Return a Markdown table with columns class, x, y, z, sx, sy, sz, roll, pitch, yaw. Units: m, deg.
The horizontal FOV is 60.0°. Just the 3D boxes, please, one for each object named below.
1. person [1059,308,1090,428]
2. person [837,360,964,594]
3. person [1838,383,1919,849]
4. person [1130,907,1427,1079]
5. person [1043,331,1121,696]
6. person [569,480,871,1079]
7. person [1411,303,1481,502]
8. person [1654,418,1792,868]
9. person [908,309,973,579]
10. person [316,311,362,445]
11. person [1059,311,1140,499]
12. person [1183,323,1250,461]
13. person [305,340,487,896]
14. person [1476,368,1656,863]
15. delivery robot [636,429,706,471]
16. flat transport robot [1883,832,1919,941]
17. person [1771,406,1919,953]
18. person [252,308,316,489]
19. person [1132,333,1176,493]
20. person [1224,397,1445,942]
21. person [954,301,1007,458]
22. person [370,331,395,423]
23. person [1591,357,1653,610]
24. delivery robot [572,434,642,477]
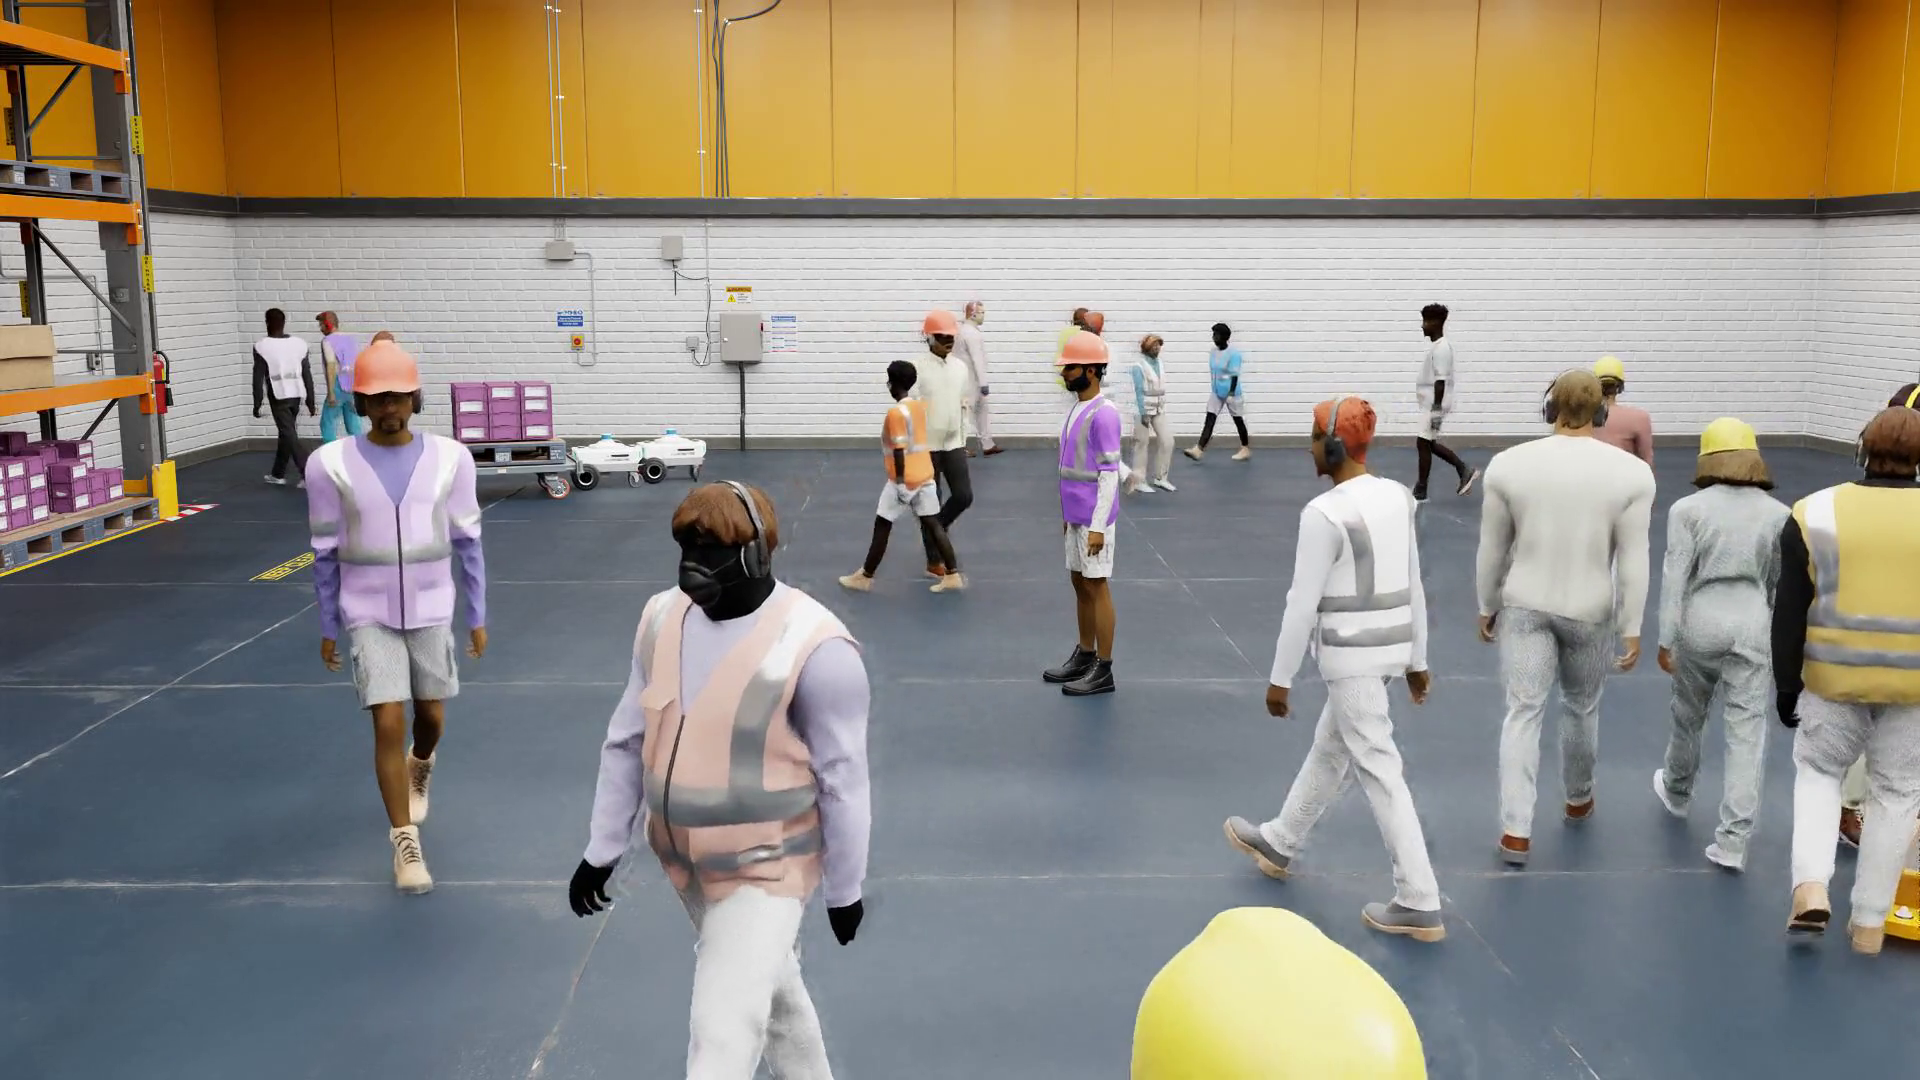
| class | x | y | z | sx | sy | sz | roll | pitch | yaw |
| --- | --- | --- | --- | --- | --- | --- | --- | --- | --- |
| person | 1.434 | -1.814 | 19.529 | 0.563 | 1.811 | 0.675 | -5 | 10 | -26 |
| person | -0.373 | -0.427 | 11.557 | 0.878 | 1.639 | 0.535 | 4 | 10 | 23 |
| person | 3.595 | 0.317 | 6.392 | 0.405 | 1.844 | 0.578 | 4 | 10 | 25 |
| person | 0.348 | 1.193 | 1.163 | 0.626 | 1.801 | 0.708 | -8 | 12 | -40 |
| person | 0.664 | -0.140 | 8.886 | 0.358 | 1.938 | 0.542 | -2 | 10 | -14 |
| person | -0.571 | 0.759 | 3.814 | 0.621 | 1.787 | 0.967 | 8 | 12 | 40 |
| person | 4.654 | -1.318 | 16.095 | 0.702 | 1.945 | 0.605 | 2 | 10 | 13 |
| person | 2.969 | 0.373 | 6.510 | 0.504 | 1.680 | 0.933 | 2 | 9 | 10 |
| person | -0.176 | -0.702 | 12.195 | 0.625 | 1.978 | 0.477 | -8 | 12 | -39 |
| person | -6.886 | -1.611 | 18.315 | 0.749 | 1.800 | 0.614 | 2 | 9 | 12 |
| person | 1.365 | -1.284 | 16.146 | 0.752 | 1.863 | 0.583 | 3 | 10 | 17 |
| person | 3.062 | -1.717 | 19.430 | 0.947 | 1.628 | 0.544 | -6 | 11 | -34 |
| person | -2.127 | 0.245 | 6.313 | 0.614 | 2.018 | 0.915 | -4 | 10 | -25 |
| person | 2.348 | 0.273 | 6.526 | 0.643 | 1.895 | 0.935 | 4 | 10 | 23 |
| delivery robot | -3.083 | -0.949 | 17.785 | 0.707 | 0.478 | 0.477 | -3 | 10 | -20 |
| flat transport robot | 3.721 | 1.170 | 5.952 | 0.652 | 0.197 | 1.431 | 7 | 12 | 37 |
| person | 3.018 | 0.471 | 5.481 | 0.630 | 1.824 | 0.431 | 5 | 11 | 29 |
| person | -7.016 | -1.467 | 17.269 | 0.999 | 1.873 | 0.602 | 6 | 11 | 32 |
| person | 1.960 | -1.266 | 16.749 | 0.532 | 1.621 | 0.537 | 9 | 13 | 43 |
| person | 1.324 | 0.416 | 5.823 | 1.016 | 1.822 | 0.585 | 9 | 13 | 43 |
| person | 0.263 | -1.922 | 20.000 | 0.849 | 1.874 | 0.667 | -2 | 9 | -10 |
| person | -6.003 | -1.366 | 17.367 | 0.493 | 1.624 | 0.280 | 6 | 11 | 33 |
| person | 4.050 | -0.287 | 10.459 | 0.534 | 1.724 | 0.911 | 5 | 10 | 27 |
| delivery robot | -3.657 | -0.860 | 17.240 | 0.707 | 0.478 | 0.477 | -3 | 10 | -15 |
